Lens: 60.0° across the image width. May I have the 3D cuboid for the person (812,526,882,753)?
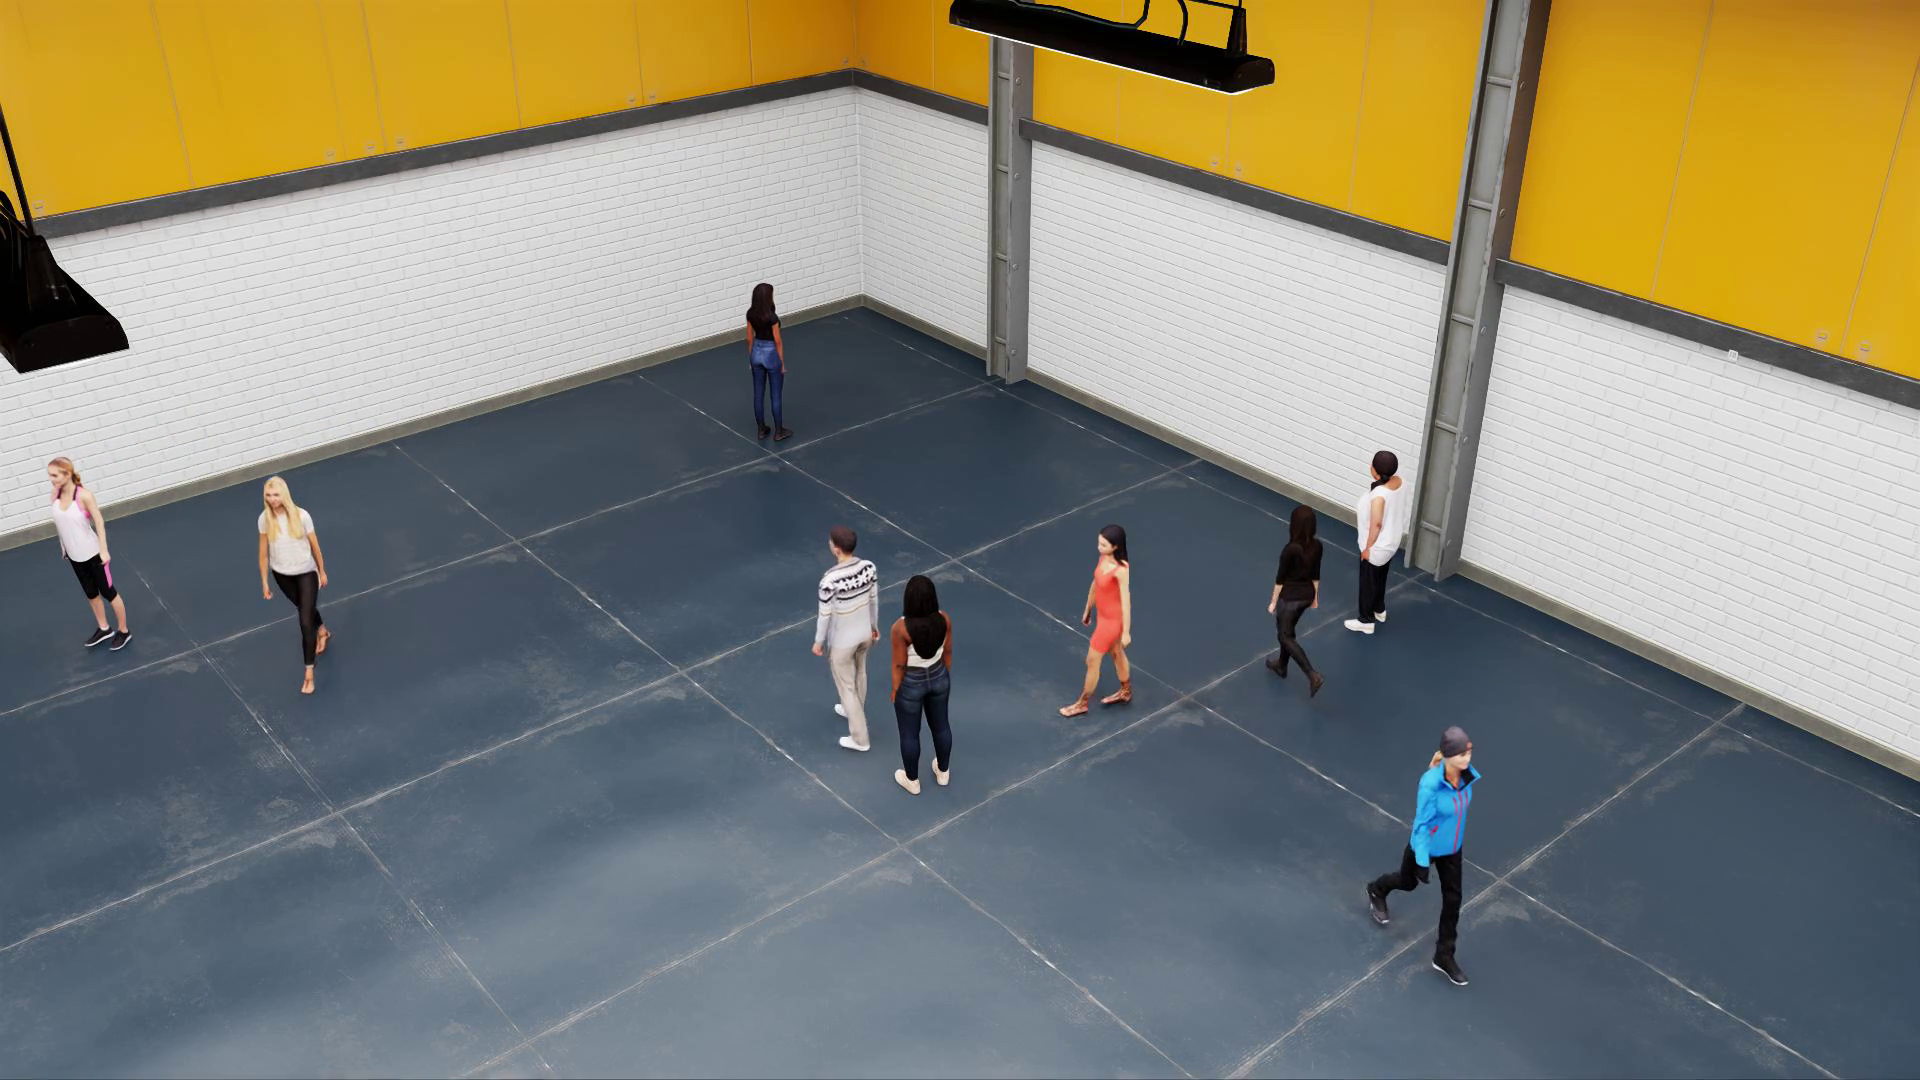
[{"bbox_3d":[-0.844,0.754,12.753,0.754,1.846,0.924,-23,36,-36],"label":"person"}]

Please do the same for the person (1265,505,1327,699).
[{"bbox_3d":[2.750,0.520,13.420,0.643,1.618,0.991,-17,33,-28],"label":"person"}]

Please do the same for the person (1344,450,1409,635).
[{"bbox_3d":[3.579,-0.004,14.308,0.661,1.687,0.699,22,35,34],"label":"person"}]

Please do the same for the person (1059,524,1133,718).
[{"bbox_3d":[1.276,0.624,13.153,0.898,1.692,0.935,-8,30,-15],"label":"person"}]

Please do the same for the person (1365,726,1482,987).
[{"bbox_3d":[2.972,1.938,10.674,0.865,1.758,1.240,-11,30,-19],"label":"person"}]

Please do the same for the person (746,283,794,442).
[{"bbox_3d":[-2.070,-1.896,17.724,0.608,1.738,0.715,12,31,21],"label":"person"}]

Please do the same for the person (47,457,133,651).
[{"bbox_3d":[-7.349,0.100,14.015,0.650,1.786,0.753,8,30,14],"label":"person"}]

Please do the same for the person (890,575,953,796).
[{"bbox_3d":[-0.273,1.057,12.235,0.703,1.810,0.692,-12,31,-21],"label":"person"}]

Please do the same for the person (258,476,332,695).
[{"bbox_3d":[-5.453,0.277,13.706,1.054,1.771,1.262,-3,29,-6],"label":"person"}]
